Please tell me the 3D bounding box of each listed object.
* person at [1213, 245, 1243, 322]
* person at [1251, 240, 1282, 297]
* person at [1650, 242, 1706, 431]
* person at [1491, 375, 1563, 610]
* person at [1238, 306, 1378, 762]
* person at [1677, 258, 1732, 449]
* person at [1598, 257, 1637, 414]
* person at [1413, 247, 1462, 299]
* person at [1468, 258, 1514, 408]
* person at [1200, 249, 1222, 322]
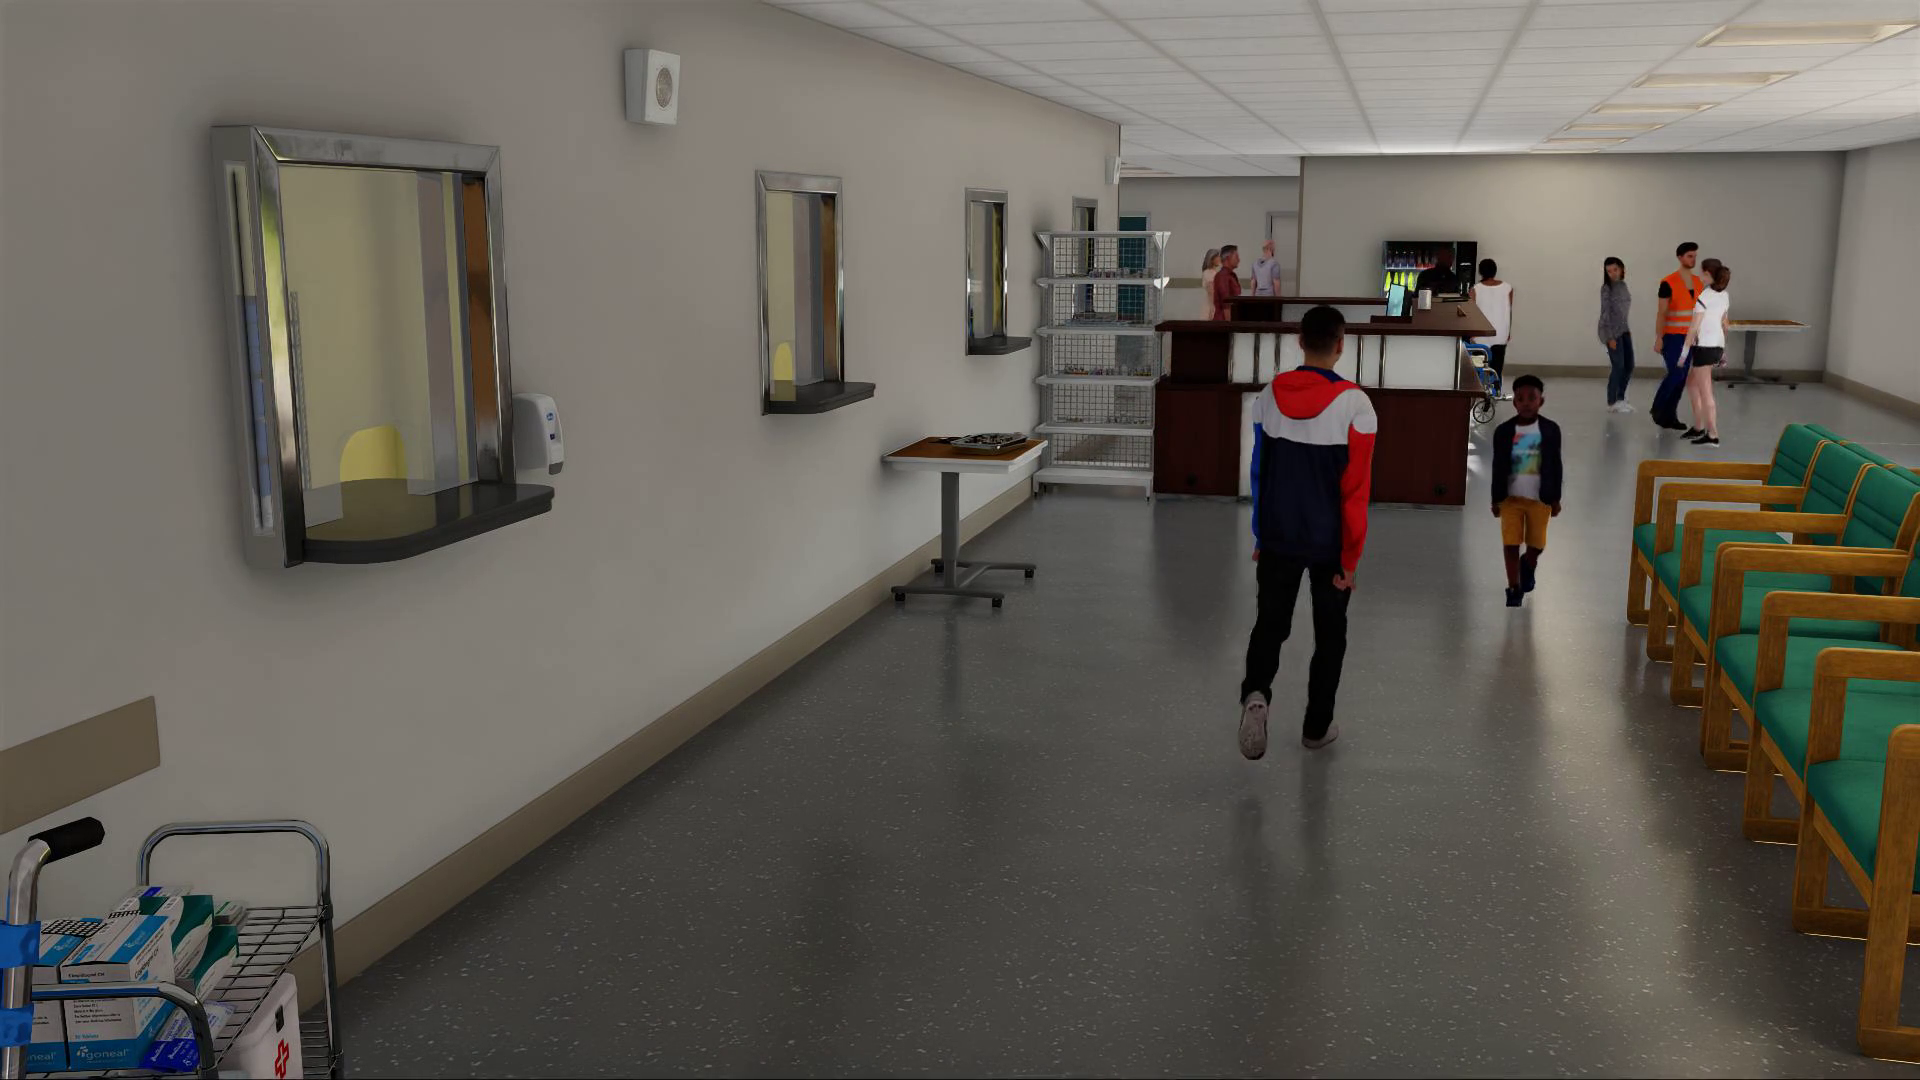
[{"bbox_3d":[2.969,-2.444,19.054,1.165,1.803,0.769,4,12,21],"label":"person"},{"bbox_3d":[4.557,-3.541,24.739,0.819,1.839,0.714,-10,14,-41],"label":"person"},{"bbox_3d":[7.217,-2.059,16.837,0.805,1.872,0.880,-4,11,-20],"label":"person"},{"bbox_3d":[3.072,-0.264,9.023,0.676,1.258,0.591,3,11,18],"label":"person"},{"bbox_3d":[1.284,0.007,6.305,0.992,1.740,0.831,6,12,27],"label":"person"},{"bbox_3d":[6.989,-1.712,15.379,0.732,1.735,0.800,-9,14,-39],"label":"person"},{"bbox_3d":[7.104,-2.231,18.230,0.799,1.691,0.772,9,14,41],"label":"person"},{"bbox_3d":[5.422,-2.467,19.193,1.055,1.796,1.060,-2,11,-13],"label":"person"},{"bbox_3d":[6.004,-2.329,18.838,1.053,1.658,0.820,2,11,8],"label":"person"},{"bbox_3d":[3.309,-3.045,22.469,1.069,1.711,0.601,3,11,13],"label":"person"}]
